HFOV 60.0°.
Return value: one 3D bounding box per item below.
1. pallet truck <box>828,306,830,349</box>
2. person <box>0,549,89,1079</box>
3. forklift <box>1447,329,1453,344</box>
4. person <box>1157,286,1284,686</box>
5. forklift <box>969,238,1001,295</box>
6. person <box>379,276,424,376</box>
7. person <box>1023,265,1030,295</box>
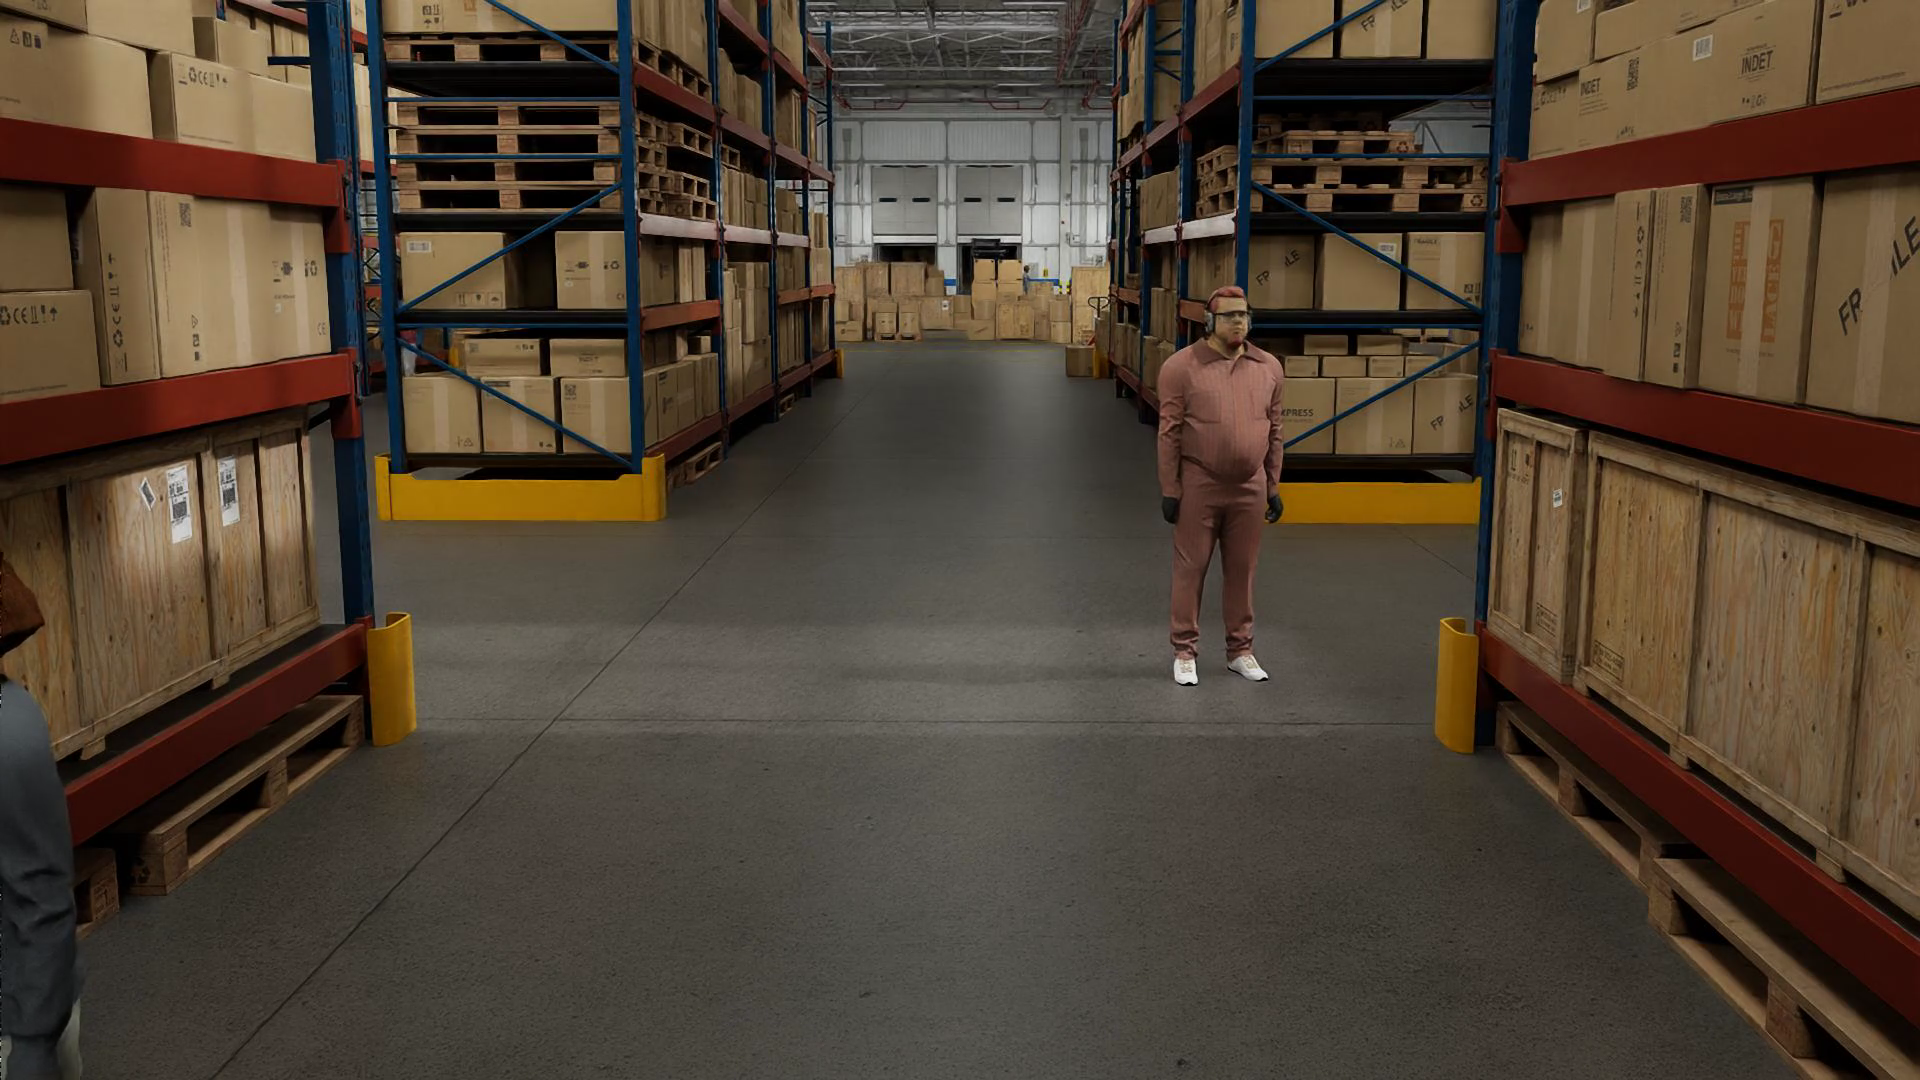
[{"bbox_3d":[-3.100,-3.940,29.800,1.885,1.965,0.823,3,10,19],"label":"pallet truck"},{"bbox_3d":[-1.572,0.767,2.694,0.503,1.632,0.271,9,13,43],"label":"person"},{"bbox_3d":[11.268,-5.363,35.689,1.129,2.768,1.873,0,9,1],"label":"forklift"},{"bbox_3d":[1.265,-0.257,7.999,0.641,1.913,0.408,-2,10,-13],"label":"person"},{"bbox_3d":[0.882,-8.750,55.973,1.129,2.768,1.873,-1,10,-5],"label":"forklift"},{"bbox_3d":[-7.820,-2.768,23.262,0.639,1.829,0.485,0,9,-1],"label":"person"},{"bbox_3d":[2.354,-8.925,59.883,0.379,1.935,0.629,-2,10,-11],"label":"person"}]
